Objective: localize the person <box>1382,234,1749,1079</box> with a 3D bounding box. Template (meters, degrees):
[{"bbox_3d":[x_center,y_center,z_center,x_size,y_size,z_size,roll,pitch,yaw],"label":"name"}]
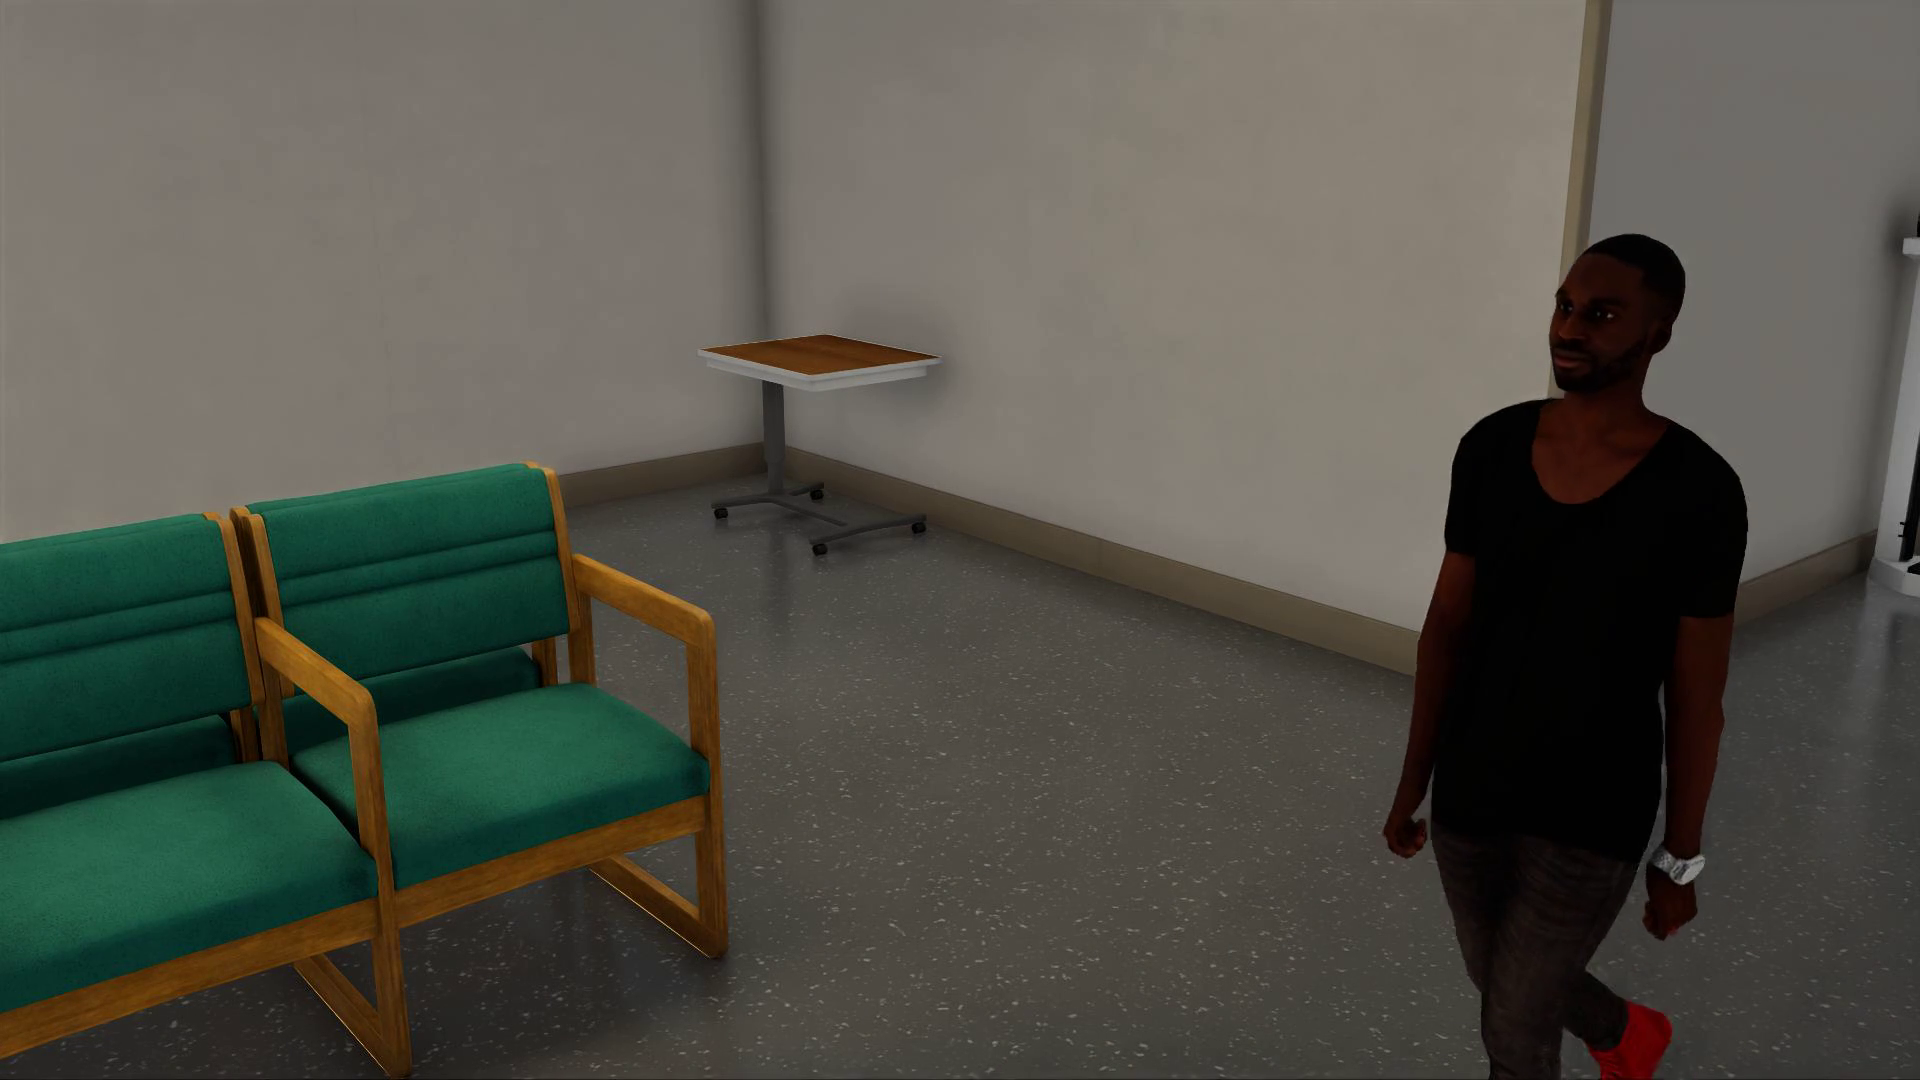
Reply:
[{"bbox_3d":[1.020,0.410,2.758,0.751,1.778,1.081,-12,20,-36],"label":"person"}]
